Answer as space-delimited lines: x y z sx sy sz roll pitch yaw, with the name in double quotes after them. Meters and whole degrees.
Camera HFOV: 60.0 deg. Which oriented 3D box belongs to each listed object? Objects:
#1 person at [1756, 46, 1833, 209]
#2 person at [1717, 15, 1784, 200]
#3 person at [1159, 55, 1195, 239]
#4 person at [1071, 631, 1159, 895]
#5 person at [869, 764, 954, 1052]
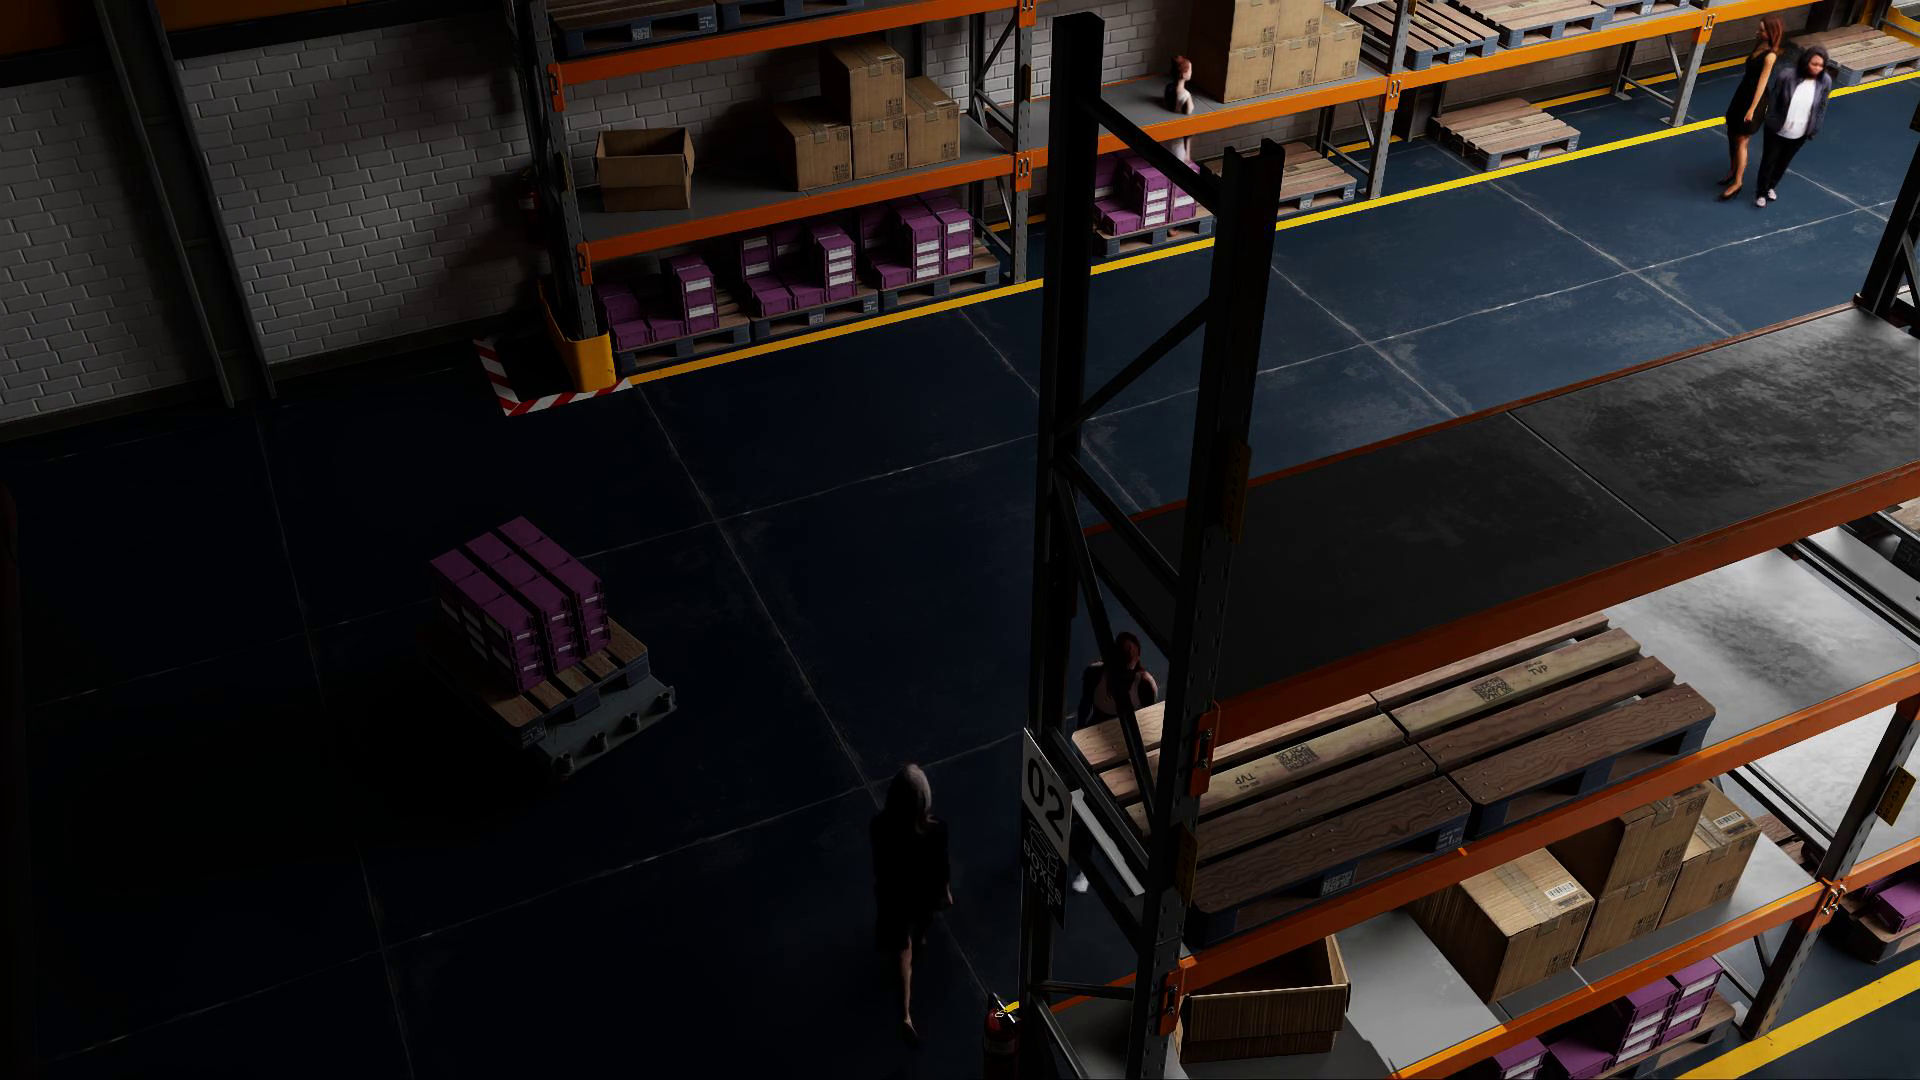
8.112 -4.084 16.295 0.907 1.580 0.959 6 39 7 "person"
7.742 -4.239 16.294 0.722 1.824 0.706 4 39 5 "person"
1.991 -3.694 15.637 0.501 1.791 0.557 -18 42 -21 "person"
0.906 1.127 9.667 1.144 1.707 1.118 9 40 11 "person"
-0.268 1.918 8.681 1.171 1.703 1.005 1 39 1 "person"
